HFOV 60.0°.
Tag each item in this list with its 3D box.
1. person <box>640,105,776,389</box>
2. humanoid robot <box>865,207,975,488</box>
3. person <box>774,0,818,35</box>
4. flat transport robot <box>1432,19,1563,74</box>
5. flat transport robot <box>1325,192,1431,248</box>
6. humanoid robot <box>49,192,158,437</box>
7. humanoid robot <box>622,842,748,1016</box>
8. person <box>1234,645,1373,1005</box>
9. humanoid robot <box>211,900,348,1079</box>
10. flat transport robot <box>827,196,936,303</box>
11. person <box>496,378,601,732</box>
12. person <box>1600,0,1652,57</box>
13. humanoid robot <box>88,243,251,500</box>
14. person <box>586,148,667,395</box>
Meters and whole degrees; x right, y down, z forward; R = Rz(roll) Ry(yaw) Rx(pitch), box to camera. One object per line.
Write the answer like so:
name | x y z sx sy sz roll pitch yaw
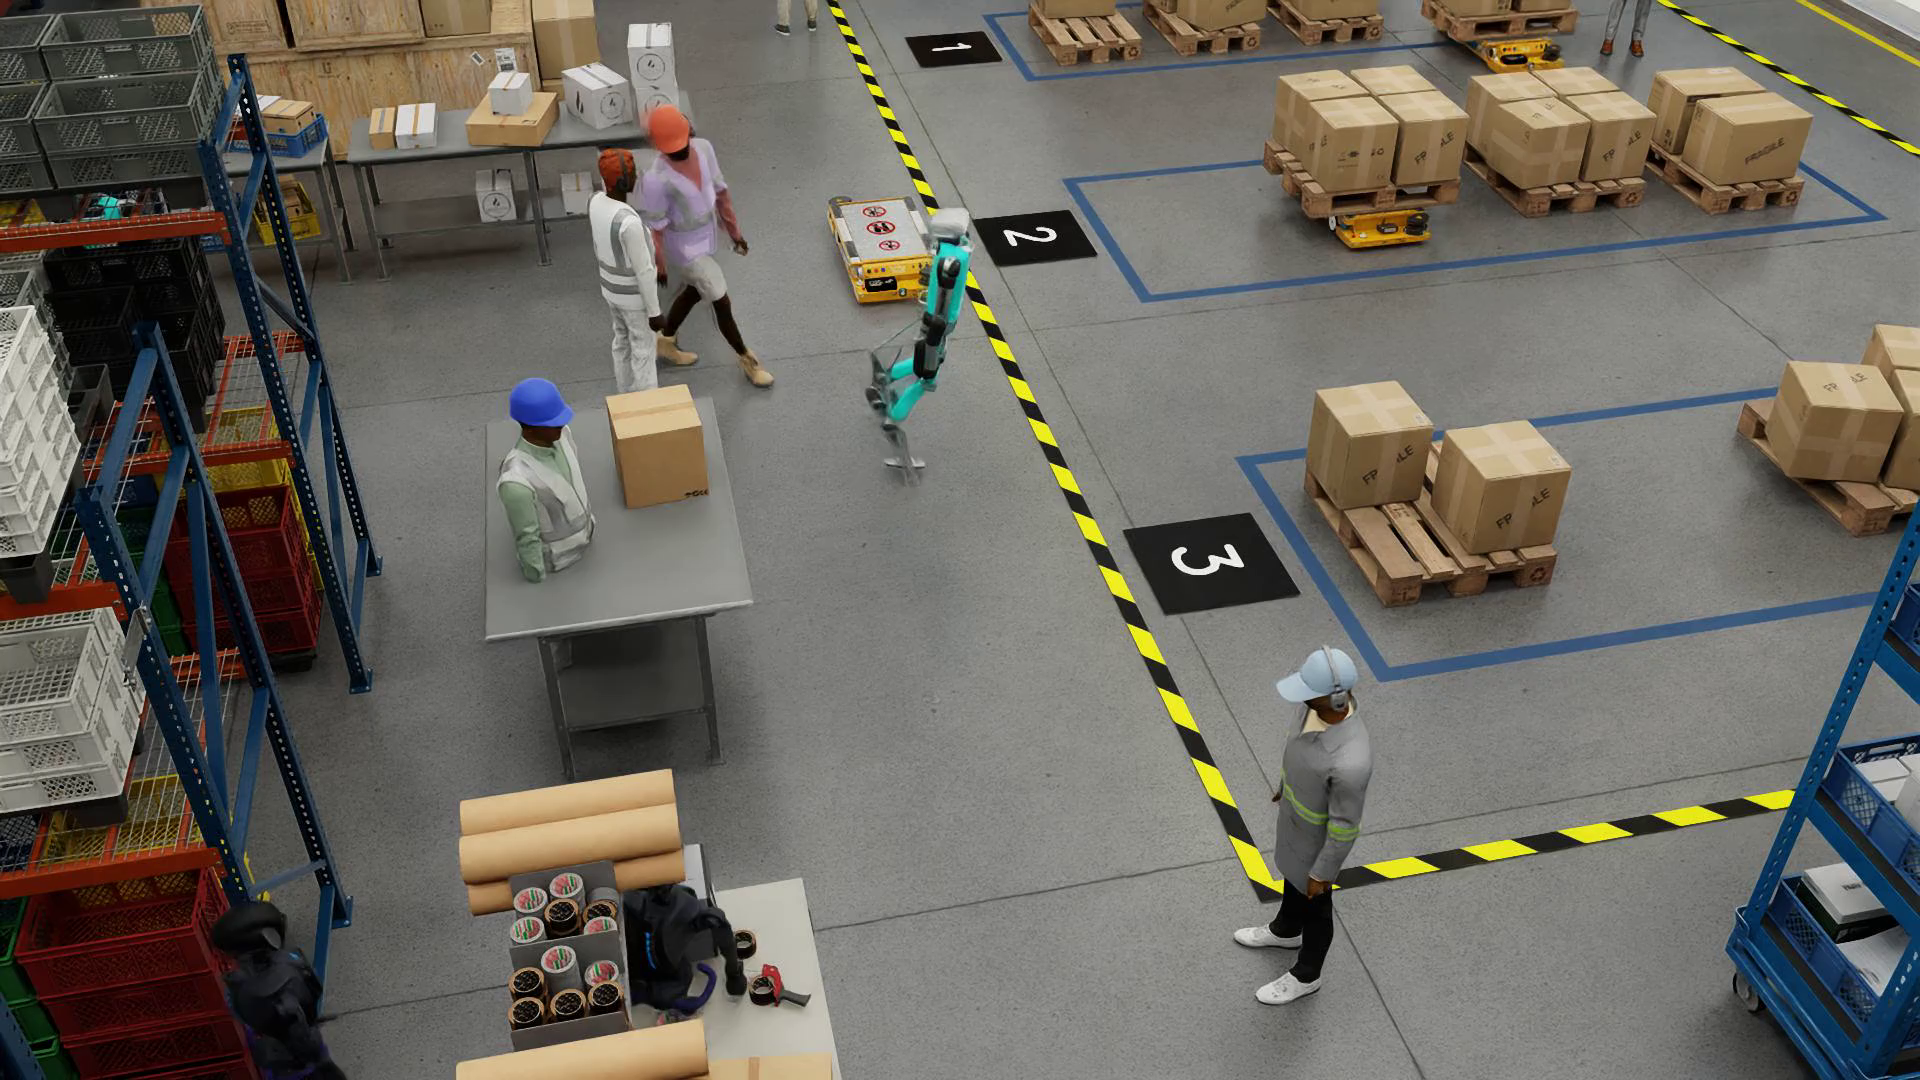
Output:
person | -1.701 -1.882 10.668 0.951 1.961 0.607 11 38 15
humanoid robot | -0.308 -1.102 9.849 0.785 1.830 0.560 5 37 6
person | -1.640 -5.794 16.083 0.572 1.766 0.396 -14 39 -18
flat transport robot | 5.191 -4.885 16.096 0.652 0.197 1.431 -8 37 -10
flat transport robot | 3.134 -2.740 13.213 0.652 0.197 1.431 -8 37 -10
humanoid robot | -5.082 -1.314 10.006 0.530 1.690 0.734 -5 37 -6
humanoid robot | -1.058 1.691 6.102 0.589 1.649 0.377 8 37 11
person | 1.384 1.143 6.695 0.393 1.848 0.586 -4 37 -6
humanoid robot | -2.328 1.868 5.882 0.529 1.643 0.599 -26 44 -30
flat transport robot | -0.570 -2.220 12.538 0.659 0.231 1.431 -8 37 -10
person | -1.945 0.060 8.067 0.387 1.946 0.613 6 37 8
person | 6.419 -5.483 15.569 0.589 1.884 0.360 6 37 8
humanoid robot | -4.735 -0.851 9.490 0.987 1.757 0.560 -15 39 -19
person | -2.011 -1.506 10.225 0.356 1.885 0.574 -26 44 -30
